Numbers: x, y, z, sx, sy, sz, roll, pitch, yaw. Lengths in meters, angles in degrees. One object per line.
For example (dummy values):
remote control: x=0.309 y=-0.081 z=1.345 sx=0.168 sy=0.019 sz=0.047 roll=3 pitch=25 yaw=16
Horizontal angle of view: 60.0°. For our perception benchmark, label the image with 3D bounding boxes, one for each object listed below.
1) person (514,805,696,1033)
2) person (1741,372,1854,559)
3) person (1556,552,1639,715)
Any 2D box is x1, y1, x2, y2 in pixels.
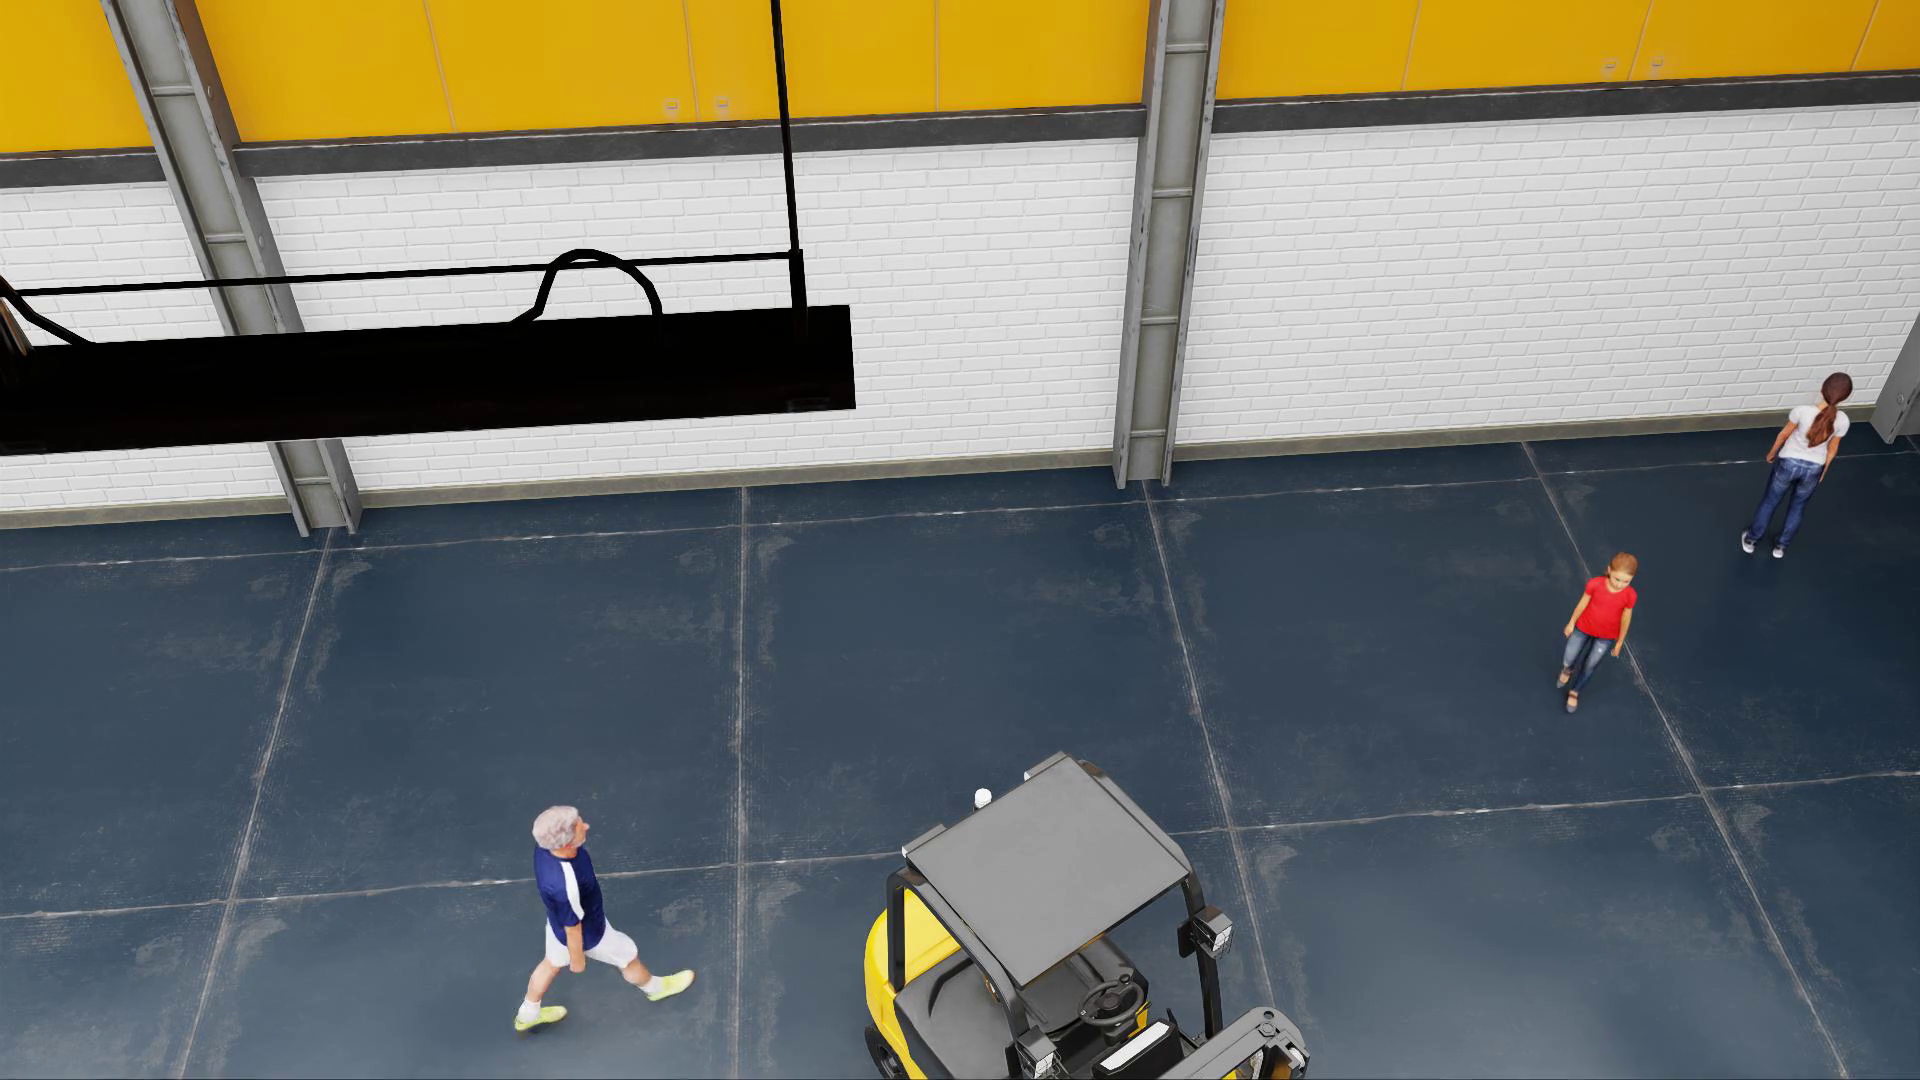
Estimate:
person: x=-2.077 y=2.017 z=8.649 sx=1.306 sy=1.789 sz=0.973 roll=-19 pitch=47 yaw=-19
person: x=5.780 y=-0.515 z=11.473 sx=0.602 sy=1.561 sz=0.689 roll=16 pitch=46 yaw=16
person: x=4.042 y=0.533 z=10.558 sx=0.614 sy=1.305 sz=0.677 roll=17 pitch=46 yaw=17
